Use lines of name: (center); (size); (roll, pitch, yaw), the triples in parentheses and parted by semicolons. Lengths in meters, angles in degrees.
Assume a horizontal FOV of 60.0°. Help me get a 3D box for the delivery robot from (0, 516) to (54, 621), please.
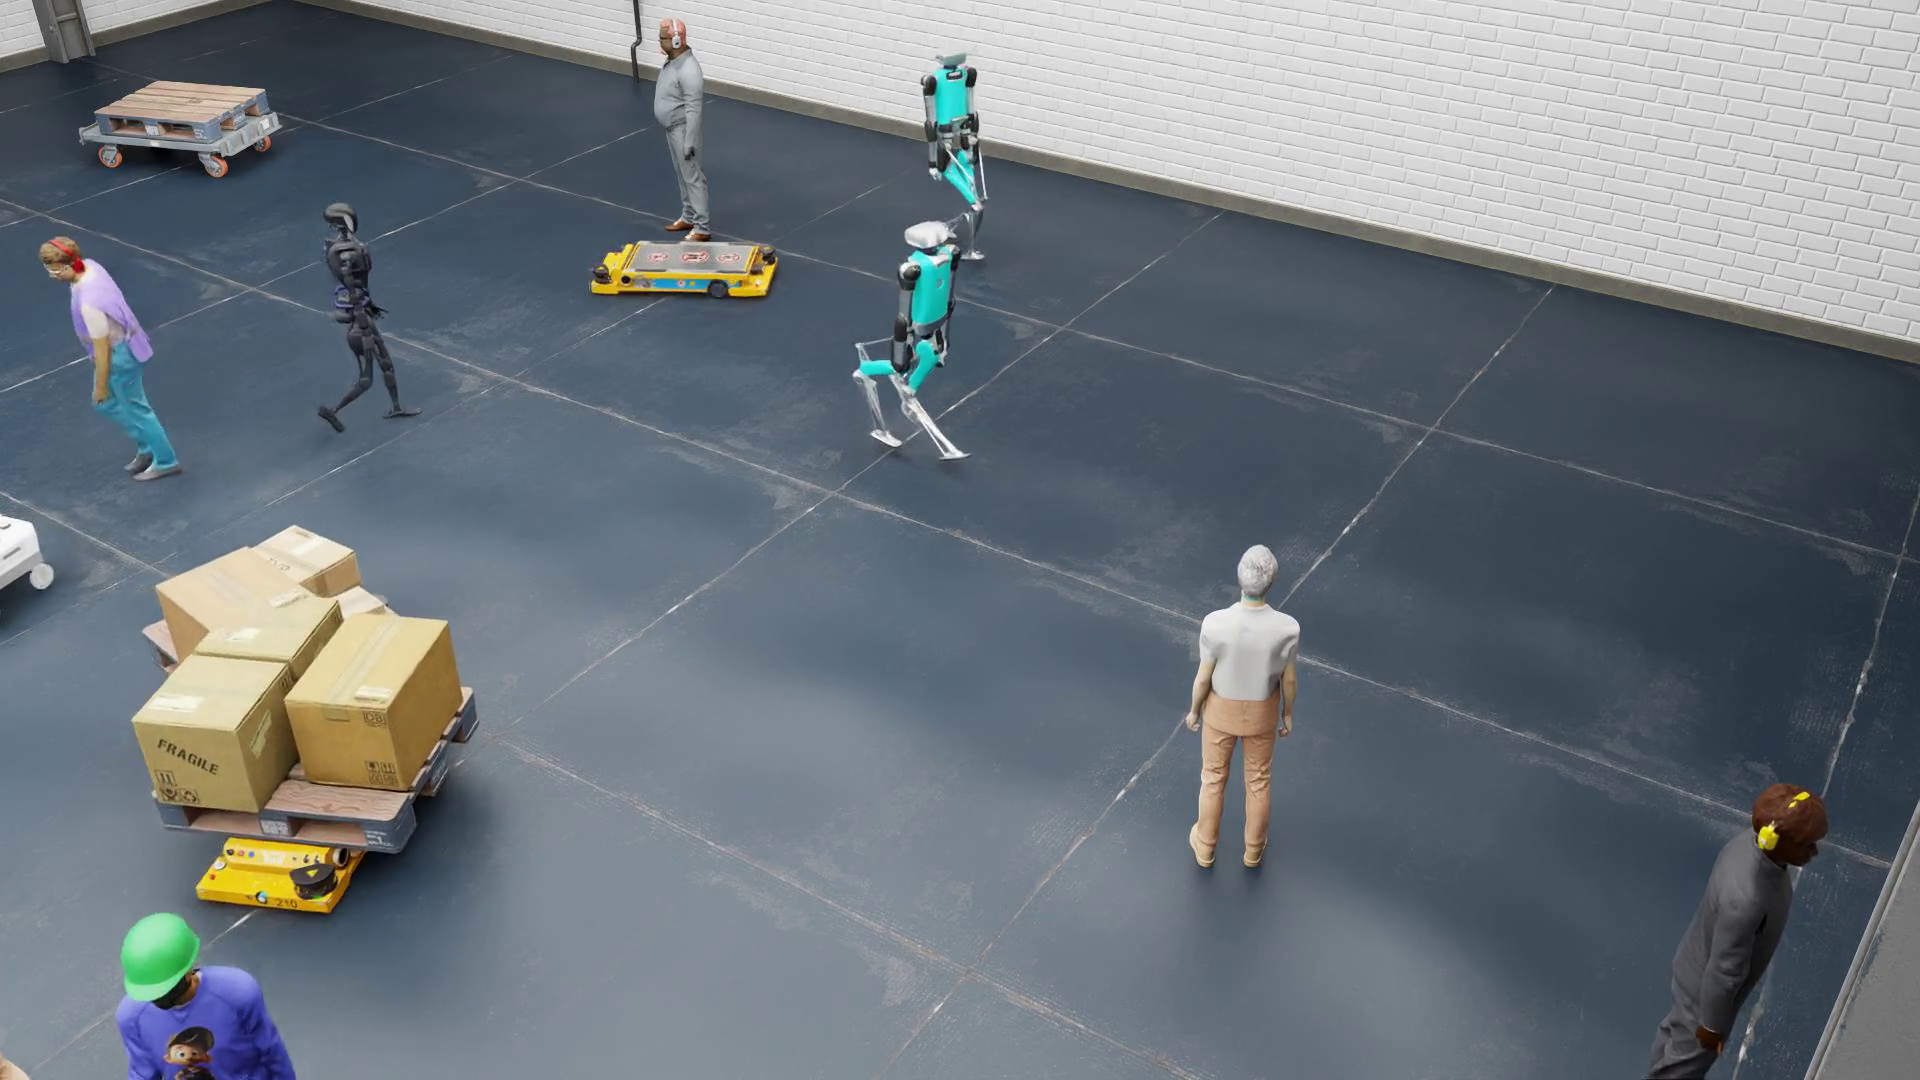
delivery robot: (-5.744, 0.195, 9.696); (0.499, 0.602, 0.801); (11, 34, 17)

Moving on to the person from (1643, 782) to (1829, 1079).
person: (2.843, 1.649, 6.209); (0.355, 1.872, 0.491); (18, 37, 25)

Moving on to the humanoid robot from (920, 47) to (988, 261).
humanoid robot: (0.061, -3.152, 13.809); (0.551, 1.734, 0.988); (-23, 39, -31)

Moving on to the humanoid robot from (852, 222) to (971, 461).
humanoid robot: (-0.366, -1.288, 10.906); (1.008, 1.734, 0.543); (23, 39, 32)

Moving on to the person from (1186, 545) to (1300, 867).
person: (1.297, 0.787, 7.664); (0.491, 1.744, 0.304); (2, 33, 3)

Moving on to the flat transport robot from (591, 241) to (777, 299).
flat transport robot: (-2.266, -2.235, 13.734); (1.431, 0.231, 0.659); (1, 33, 2)

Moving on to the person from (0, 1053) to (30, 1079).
person: (-3.836, 1.844, 6.136); (0.822, 1.622, 0.490); (-3, 33, -4)

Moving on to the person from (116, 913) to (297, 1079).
person: (-2.544, 2.018, 5.673); (0.476, 1.830, 0.861); (-5, 33, -7)

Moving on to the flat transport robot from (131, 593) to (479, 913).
flat transport robot: (-3.142, 1.261, 8.294); (0.659, 0.231, 1.431); (4, 33, 7)

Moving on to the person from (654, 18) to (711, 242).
person: (-2.371, -3.467, 14.138); (0.414, 1.908, 0.642); (-14, 35, -20)

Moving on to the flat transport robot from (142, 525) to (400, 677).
flat transport robot: (-3.625, 0.777, 9.048); (0.659, 0.231, 1.431); (26, 41, 34)

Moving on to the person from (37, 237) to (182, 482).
person: (-5.382, -1.122, 10.584); (0.478, 1.802, 0.608); (-18, 37, -26)

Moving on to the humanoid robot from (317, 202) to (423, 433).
humanoid robot: (-4.162, -1.531, 11.357); (0.632, 1.640, 0.594); (-9, 34, -14)
